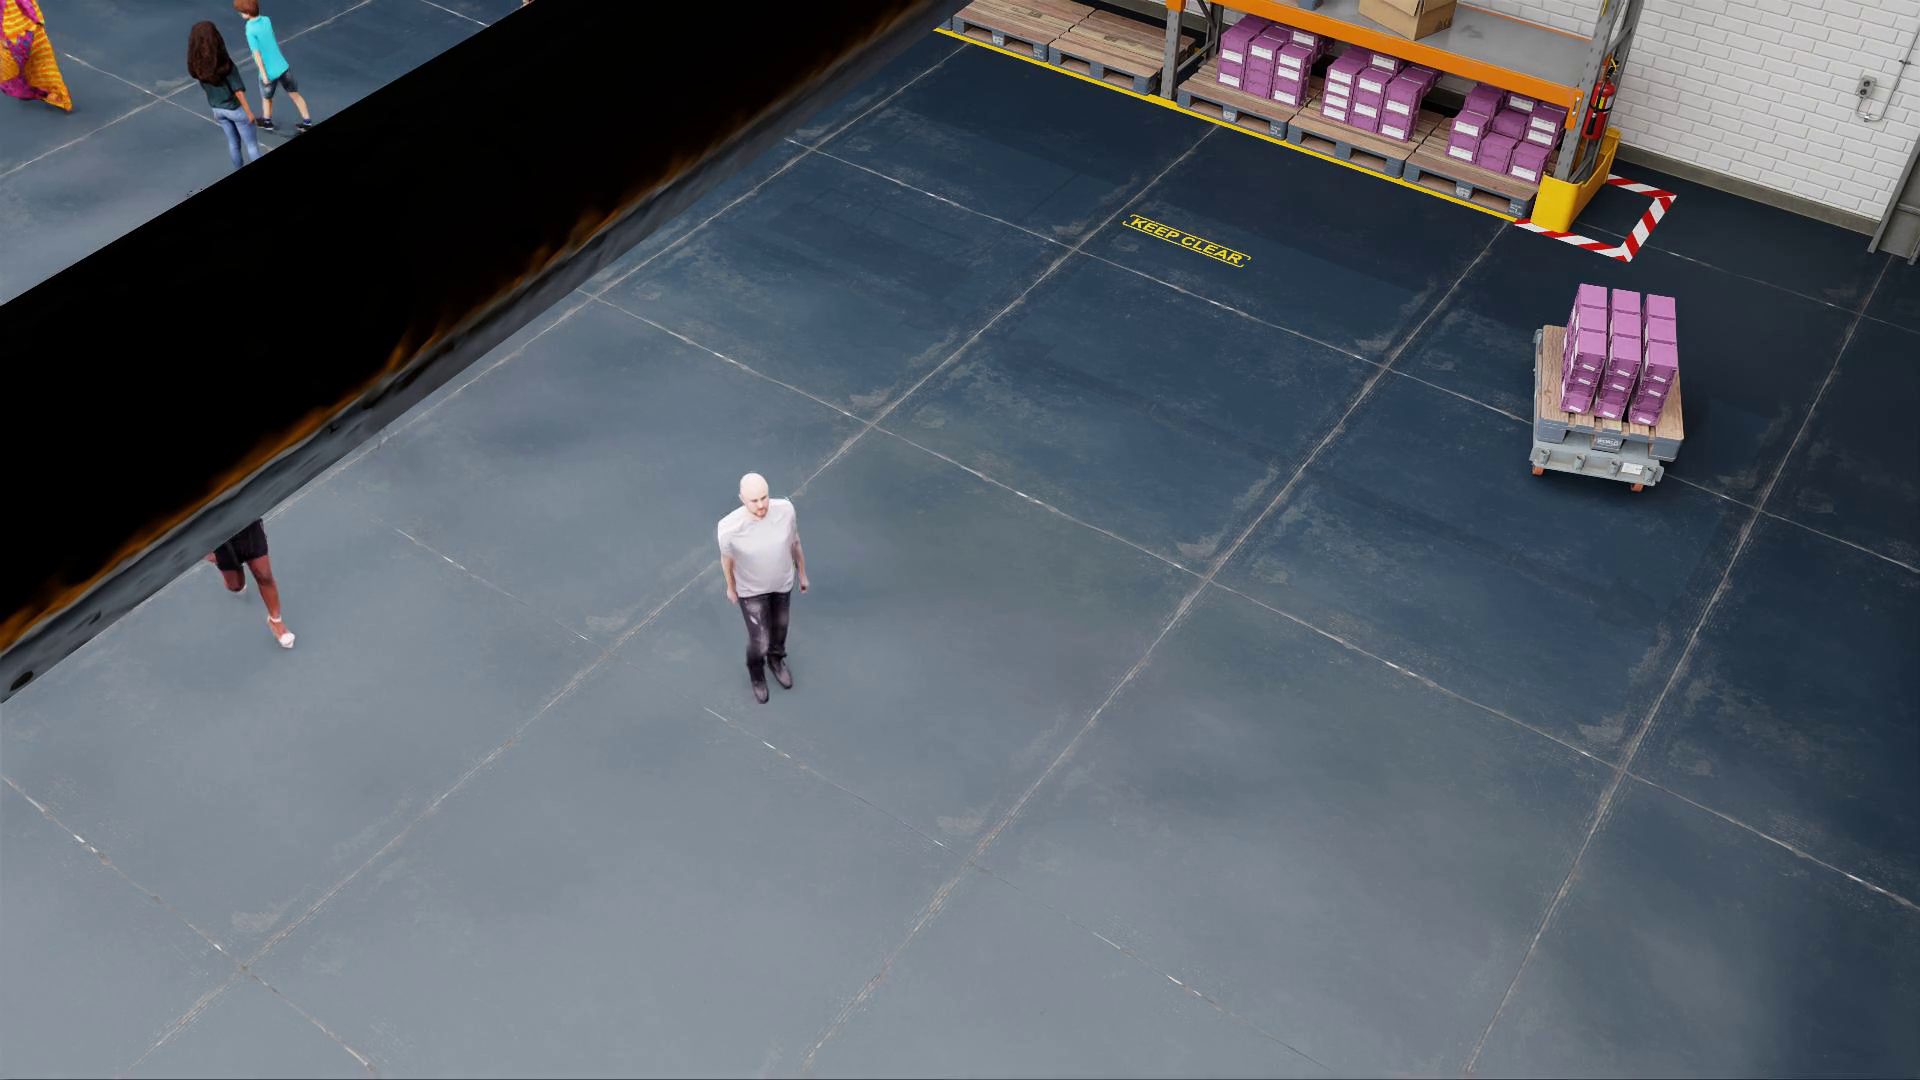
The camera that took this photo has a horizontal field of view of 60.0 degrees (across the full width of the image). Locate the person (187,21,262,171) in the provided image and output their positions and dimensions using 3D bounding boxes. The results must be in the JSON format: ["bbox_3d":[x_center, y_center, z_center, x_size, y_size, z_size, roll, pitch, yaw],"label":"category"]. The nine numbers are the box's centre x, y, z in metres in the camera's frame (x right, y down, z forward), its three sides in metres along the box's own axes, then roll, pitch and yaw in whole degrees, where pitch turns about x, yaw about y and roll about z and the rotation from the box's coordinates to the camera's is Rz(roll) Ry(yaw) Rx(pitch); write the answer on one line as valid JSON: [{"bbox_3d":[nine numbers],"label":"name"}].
[{"bbox_3d":[-6.612,-3.911,15.058,0.632,1.616,0.729,11,45,11],"label":"person"}]

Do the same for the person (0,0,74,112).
[{"bbox_3d":[-9.108,-4.944,16.123,1.111,1.641,0.640,25,49,24],"label":"person"}]

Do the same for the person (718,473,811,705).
[{"bbox_3d":[-1.267,0.221,10.574,0.770,1.819,0.785,-23,48,-22],"label":"person"}]

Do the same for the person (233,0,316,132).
[{"bbox_3d":[-6.477,-4.484,15.805,0.954,1.414,0.722,15,46,15],"label":"person"}]
